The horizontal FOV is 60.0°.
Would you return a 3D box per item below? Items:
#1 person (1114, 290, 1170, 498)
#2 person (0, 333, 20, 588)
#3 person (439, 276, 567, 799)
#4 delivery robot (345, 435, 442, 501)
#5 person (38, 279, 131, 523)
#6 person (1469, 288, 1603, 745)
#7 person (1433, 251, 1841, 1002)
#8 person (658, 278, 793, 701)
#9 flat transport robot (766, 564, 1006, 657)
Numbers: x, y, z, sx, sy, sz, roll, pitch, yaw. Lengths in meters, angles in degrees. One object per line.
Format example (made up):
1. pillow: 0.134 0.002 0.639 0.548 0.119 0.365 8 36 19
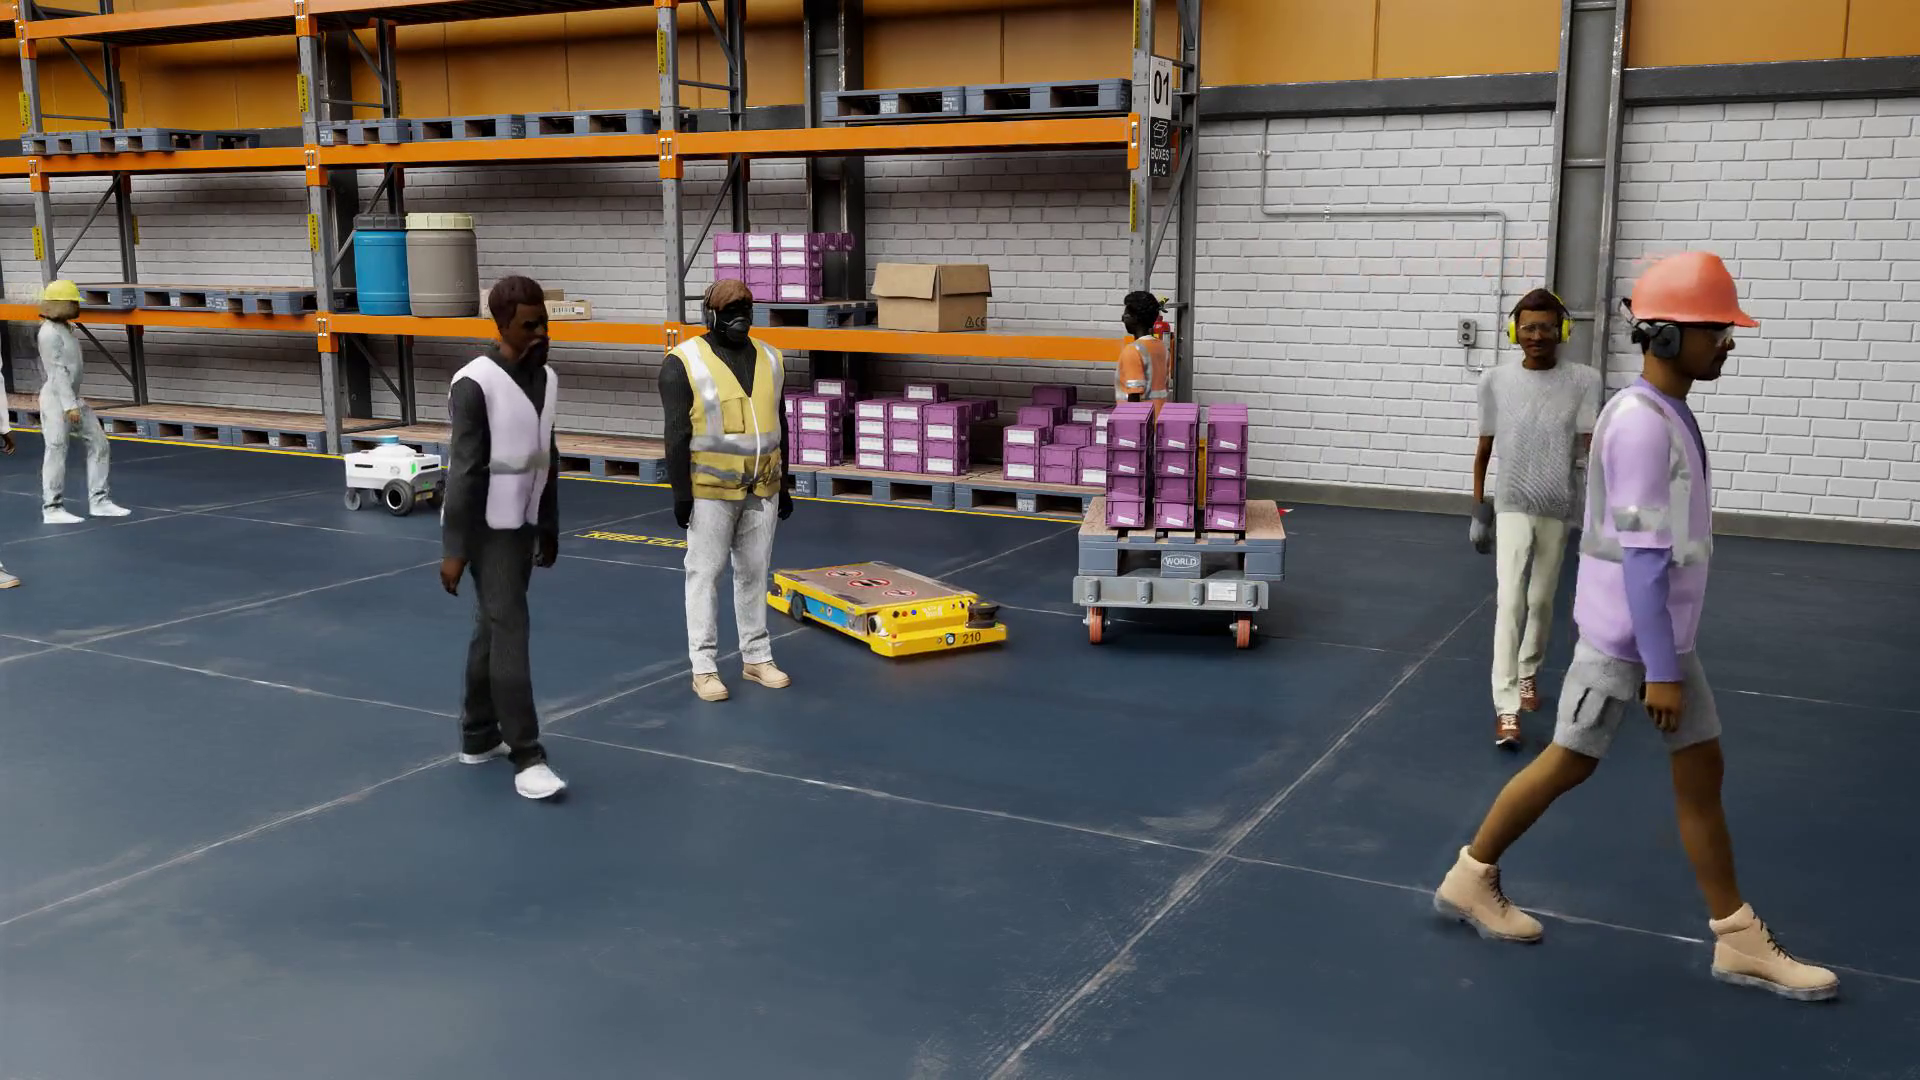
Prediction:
1. person: 1.114 -0.679 10.235 0.317 1.695 0.540 5 12 27
2. person: -5.675 -0.627 9.443 0.339 1.881 0.584 6 12 29
3. person: -1.651 -0.021 6.153 0.646 1.880 0.671 2 11 12
4. delivery robot: -4.195 -0.532 12.305 0.707 0.478 0.477 5 11 24
5. person: -6.234 -0.967 11.762 0.657 1.724 0.487 -1 10 -7
6. person: 2.356 -0.114 6.821 0.508 1.821 0.966 2 11 13
7. person: 1.833 0.222 4.525 1.073 1.996 0.622 7 12 33
8. person: -1.002 -0.226 7.360 0.625 1.844 0.429 -9 13 -39
9. flat transport robot: -0.420 0.329 8.625 0.652 0.197 1.431 -6 12 -31
